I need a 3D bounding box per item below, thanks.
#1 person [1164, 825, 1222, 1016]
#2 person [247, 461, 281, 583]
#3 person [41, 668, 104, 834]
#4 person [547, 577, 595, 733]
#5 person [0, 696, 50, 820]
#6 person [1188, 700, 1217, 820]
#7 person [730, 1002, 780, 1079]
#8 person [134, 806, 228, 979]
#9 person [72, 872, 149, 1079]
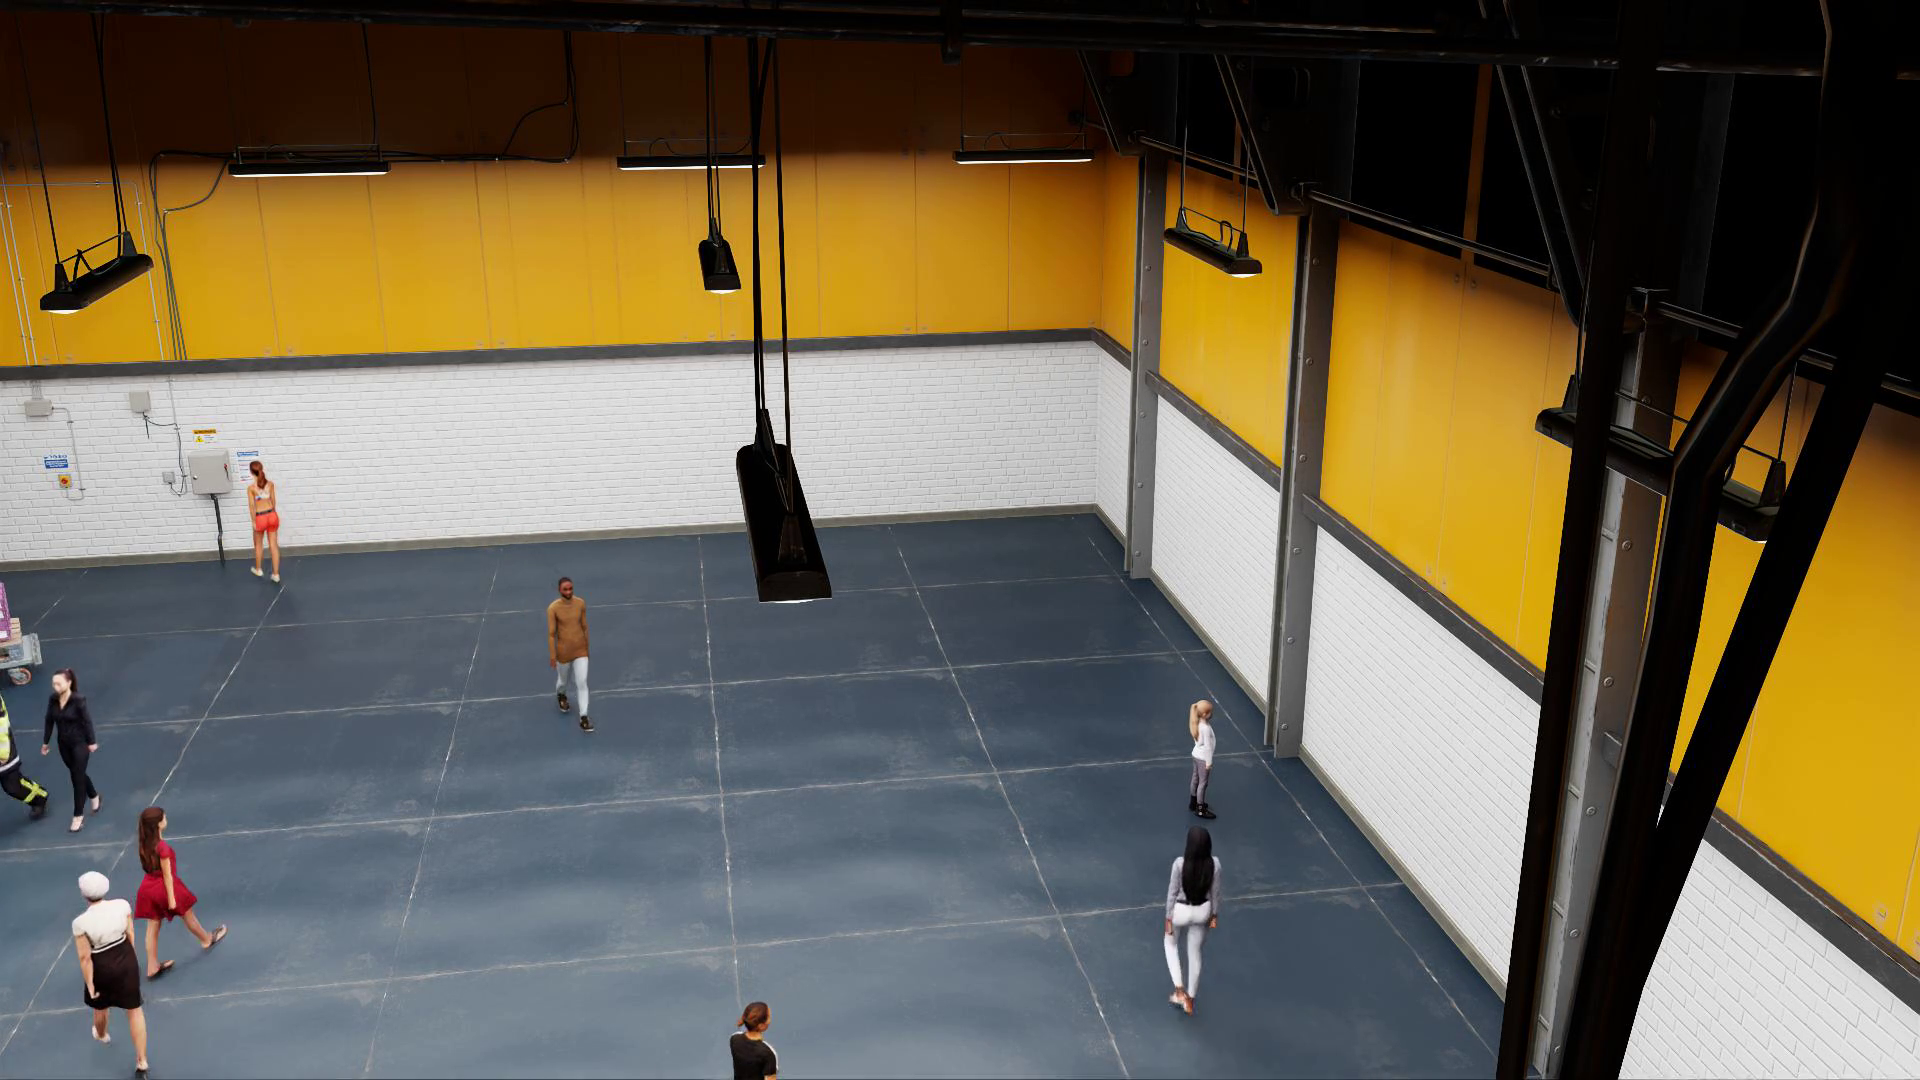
[{"bbox_3d":[1.929,3.180,13.790,0.643,1.715,0.617,-2,19,-5],"label":"person"},{"bbox_3d":[-9.938,-0.251,23.890,0.852,1.771,0.975,-17,25,-41],"label":"person"},{"bbox_3d":[-9.055,2.096,17.054,0.792,1.687,0.955,4,19,11],"label":"person"},{"bbox_3d":[-4.554,1.280,19.326,0.951,1.782,1.283,-11,21,-29],"label":"person"},{"bbox_3d":[-9.713,2.062,16.750,1.088,1.944,1.362,4,19,11],"label":"person"},{"bbox_3d":[2.502,2.251,17.231,0.546,1.279,0.436,-4,19,-11],"label":"person"},{"bbox_3d":[-1.480,3.990,11.505,0.870,1.638,0.965,10,21,27],"label":"person"},{"bbox_3d":[-6.981,3.076,14.408,0.931,1.517,1.054,10,21,27],"label":"person"},{"bbox_3d":[-6.596,3.437,13.036,1.014,1.709,1.175,-18,25,-42],"label":"person"}]
